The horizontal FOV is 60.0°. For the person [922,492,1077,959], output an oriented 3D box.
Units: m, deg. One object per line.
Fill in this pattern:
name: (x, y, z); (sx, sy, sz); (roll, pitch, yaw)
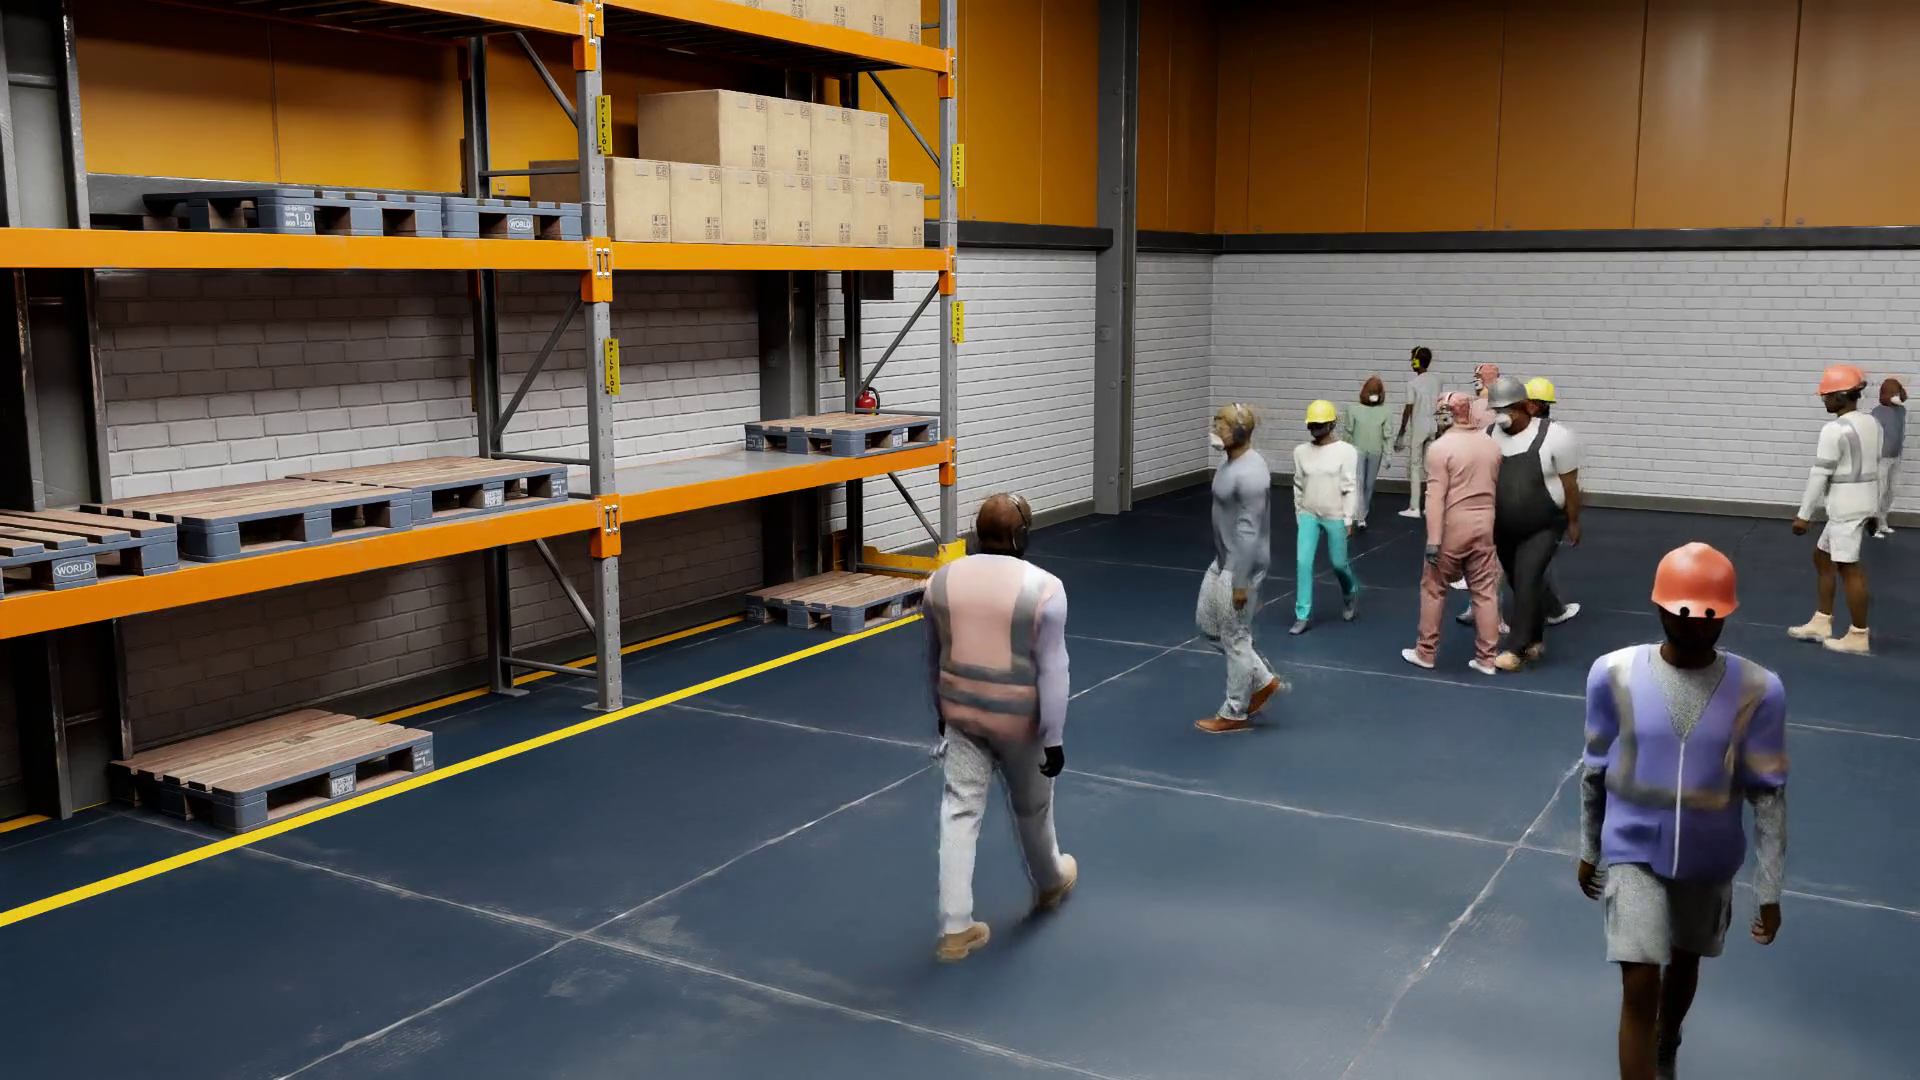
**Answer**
person: (0.180, 0.697, 6.642); (0.650, 1.789, 0.944); (5, 10, 26)

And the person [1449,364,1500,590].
person: (4.372, -0.519, 13.902); (0.639, 1.902, 0.407); (-5, 10, -29)

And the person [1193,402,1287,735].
person: (1.588, 0.172, 9.504); (0.469, 1.927, 0.654); (0, 9, -2)

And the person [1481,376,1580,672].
person: (3.742, -0.155, 11.187); (0.932, 2.000, 0.700); (-8, 12, -42)

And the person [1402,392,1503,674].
person: (3.295, -0.044, 11.092); (0.685, 1.873, 0.704); (-5, 10, -27)

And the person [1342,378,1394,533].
person: (4.172, -0.861, 16.996); (0.510, 1.572, 0.890); (1, 9, 5)

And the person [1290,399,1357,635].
person: (2.733, -0.192, 12.363); (0.521, 1.734, 0.781); (6, 11, 33)

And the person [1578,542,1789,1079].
person: (2.139, 0.925, 4.960); (0.558, 1.886, 1.001); (3, 10, 18)

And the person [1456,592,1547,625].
person: (4.175, -0.248, 12.548); (0.949, 1.794, 0.557); (-7, 12, -39)

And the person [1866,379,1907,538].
person: (9.315, -0.822, 16.730); (0.643, 1.604, 0.404); (-5, 10, -29)

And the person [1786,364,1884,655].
person: (6.095, -0.218, 11.650); (0.603, 2.011, 0.767); (-8, 12, -40)

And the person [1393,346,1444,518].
person: (4.988, -1.162, 18.027); (0.585, 1.868, 0.355); (-5, 10, -26)

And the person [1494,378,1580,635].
person: (4.221, -0.246, 12.250); (0.971, 1.874, 0.600); (-6, 11, -32)
